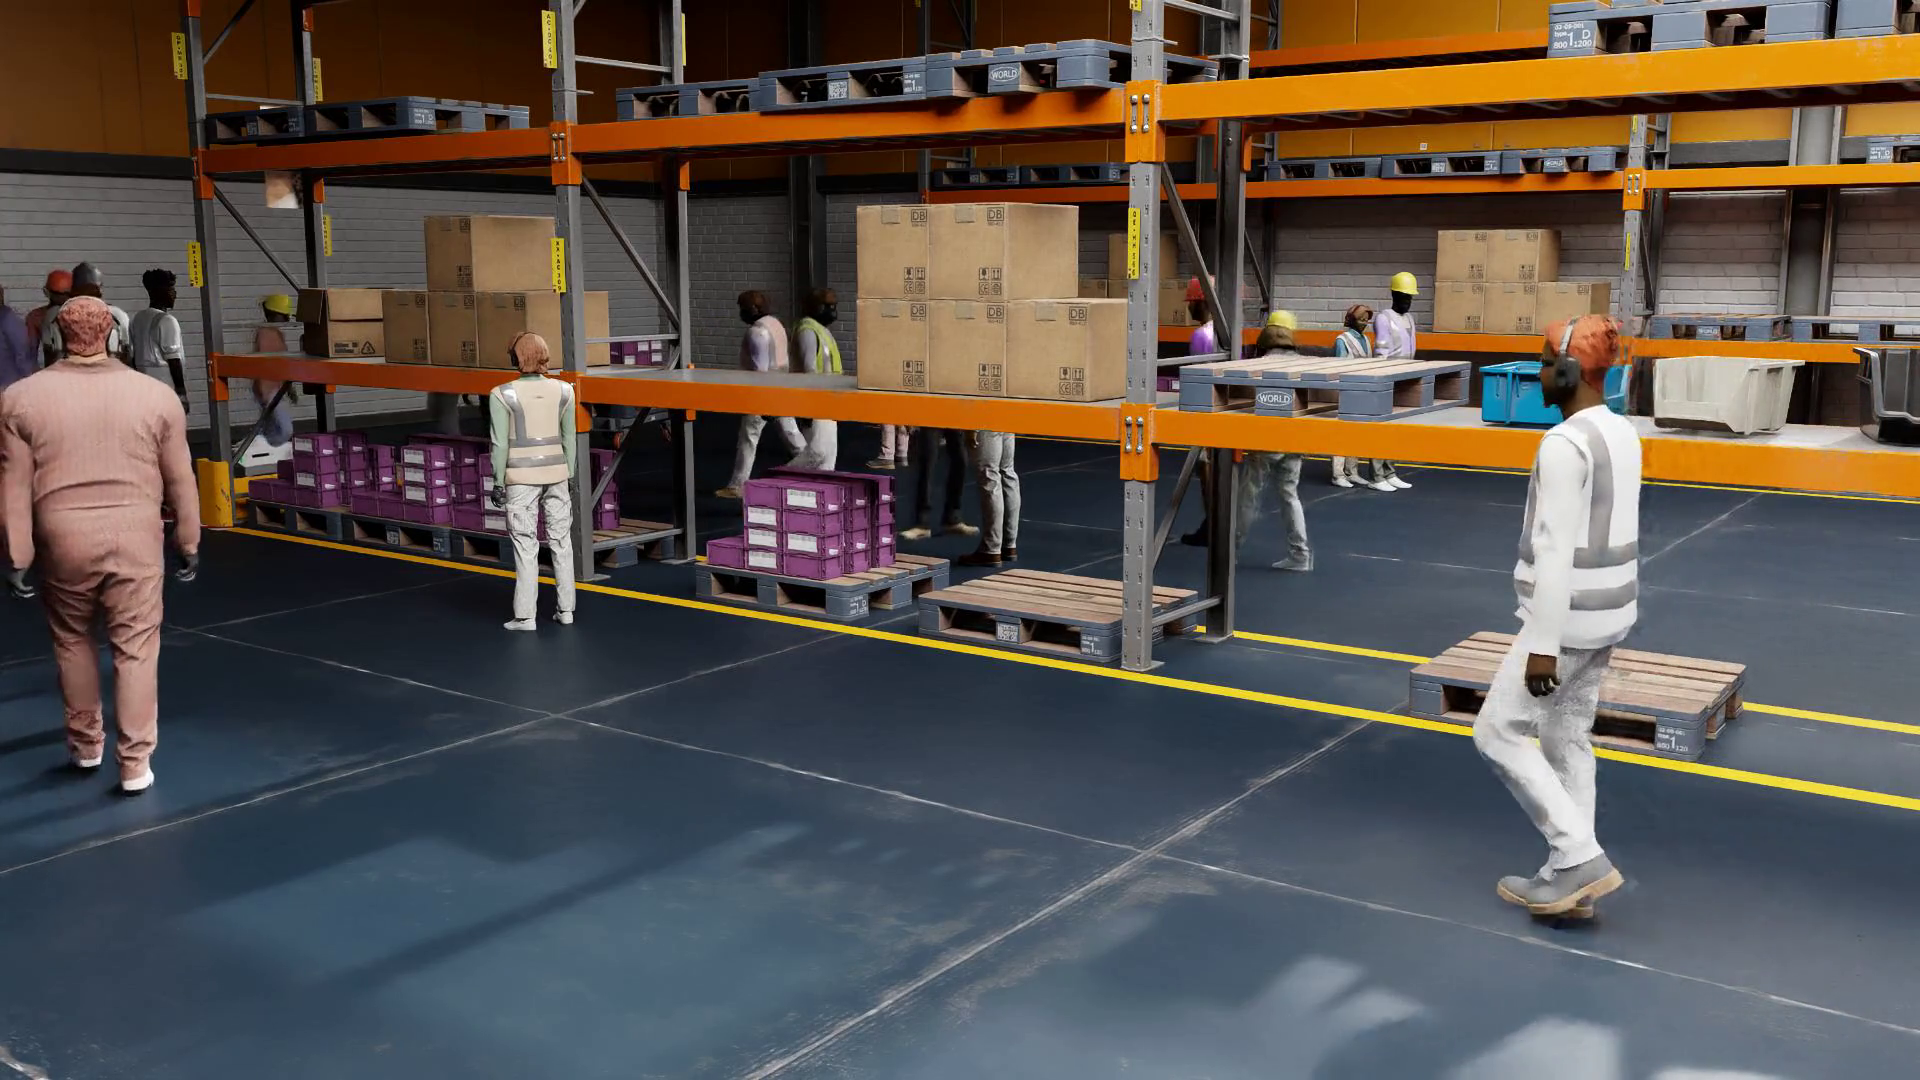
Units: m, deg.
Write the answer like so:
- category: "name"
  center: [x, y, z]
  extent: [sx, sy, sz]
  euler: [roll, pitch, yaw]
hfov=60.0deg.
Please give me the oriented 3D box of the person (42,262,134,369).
- category: "person"
  center: [-7.371, -1.357, 14.122]
  extent: [0.694, 2.000, 0.724]
  euler: [-2, 10, -12]

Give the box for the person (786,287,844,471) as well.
- category: "person"
  center: [-1.183, -1.057, 12.997]
  extent: [0.587, 1.820, 0.649]
  euler: [1, 10, 9]

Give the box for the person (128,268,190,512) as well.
- category: "person"
  center: [-6.444, -1.208, 13.456]
  extent: [0.613, 1.963, 0.362]
  euler: [7, 12, 35]

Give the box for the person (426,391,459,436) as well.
- category: "person"
  center: [-5.063, -1.638, 16.315]
  extent: [0.614, 1.867, 0.448]
  euler: [7, 12, 36]

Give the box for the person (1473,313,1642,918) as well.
- category: "person"
  center: [1.821, 0.250, 5.064]
  extent: [0.422, 1.864, 0.604]
  euler: [8, 12, 40]

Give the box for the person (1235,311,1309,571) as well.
- category: "person"
  center: [2.024, -0.654, 10.963]
  extent: [0.552, 1.689, 0.744]
  euler: [-7, 12, -35]

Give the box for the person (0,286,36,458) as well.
- category: "person"
  center: [-8.306, -1.310, 14.441]
  extent: [1.058, 1.848, 0.682]
  euler: [-9, 13, -43]

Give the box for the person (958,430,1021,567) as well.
- category: "person"
  center: [0.207, -0.789, 11.038]
  extent: [0.360, 1.938, 0.635]
  euler: [5, 11, 27]

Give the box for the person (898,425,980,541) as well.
- category: "person"
  center: [-0.163, -0.885, 12.040]
  extent: [0.683, 1.812, 0.321]
  euler: [-5, 11, -28]

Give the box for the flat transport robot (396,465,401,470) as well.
- category: "flat transport robot"
  center: [-5.440, -0.604, 14.897]
  extent: [0.652, 0.197, 1.431]
  euler: [-7, 12, -35]

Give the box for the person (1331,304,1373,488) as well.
- category: "person"
  center: [3.526, -1.295, 14.946]
  extent: [0.310, 1.640, 0.514]
  euler: [9, 13, 42]

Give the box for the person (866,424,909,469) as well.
- category: "person"
  center: [-0.700, -1.692, 16.251]
  extent: [0.381, 1.994, 0.620]
  euler: [5, 11, 30]

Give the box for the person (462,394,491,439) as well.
- category: "person"
  center: [-4.045, -1.365, 14.584]
  extent: [0.602, 1.897, 0.450]
  euler: [-5, 11, -27]

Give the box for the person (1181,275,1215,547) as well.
- category: "person"
  center: [1.724, -0.898, 11.723]
  extent: [0.398, 1.922, 0.571]
  euler: [6, 11, 30]

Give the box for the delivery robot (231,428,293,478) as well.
- category: "delivery robot"
  center: [-6.135, -0.733, 14.540]
  extent: [0.477, 0.478, 0.707]
  euler: [4, 10, 25]

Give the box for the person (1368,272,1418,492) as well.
- category: "person"
  center: [3.839, -1.388, 14.651]
  extent: [0.380, 1.922, 0.591]
  euler: [8, 12, 40]

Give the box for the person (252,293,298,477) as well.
- category: "person"
  center: [-5.980, -1.284, 14.571]
  extent: [0.412, 1.740, 0.584]
  euler: [-1, 10, -9]

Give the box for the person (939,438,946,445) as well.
- category: "person"
  center: [-0.027, -1.999, 18.155]
  extent: [0.926, 1.955, 0.660]
  euler: [3, 10, 18]

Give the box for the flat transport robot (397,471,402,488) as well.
- category: "flat transport robot"
  center: [-4.383, -0.476, 14.137]
  extent: [1.431, 0.197, 0.652]
  euler: [-3, 10, -17]

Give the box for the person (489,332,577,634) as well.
- category: "person"
  center: [-2.316, -0.310, 9.076]
  extent: [0.515, 1.641, 0.309]
  euler: [-9, 13, -42]

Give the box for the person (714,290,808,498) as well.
- category: "person"
  center: [-1.600, -1.216, 14.075]
  extent: [0.971, 1.795, 0.642]
  euler: [3, 10, 17]

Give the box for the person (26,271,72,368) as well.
- category: "person"
  center: [-8.325, -1.532, 15.489]
  extent: [0.711, 1.913, 1.045]
  euler: [-3, 10, -16]

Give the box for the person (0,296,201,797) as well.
- category: "person"
  center: [-3.305, 0.009, 6.434]
  extent: [0.680, 1.879, 0.796]
  euler: [-5, 11, -26]
